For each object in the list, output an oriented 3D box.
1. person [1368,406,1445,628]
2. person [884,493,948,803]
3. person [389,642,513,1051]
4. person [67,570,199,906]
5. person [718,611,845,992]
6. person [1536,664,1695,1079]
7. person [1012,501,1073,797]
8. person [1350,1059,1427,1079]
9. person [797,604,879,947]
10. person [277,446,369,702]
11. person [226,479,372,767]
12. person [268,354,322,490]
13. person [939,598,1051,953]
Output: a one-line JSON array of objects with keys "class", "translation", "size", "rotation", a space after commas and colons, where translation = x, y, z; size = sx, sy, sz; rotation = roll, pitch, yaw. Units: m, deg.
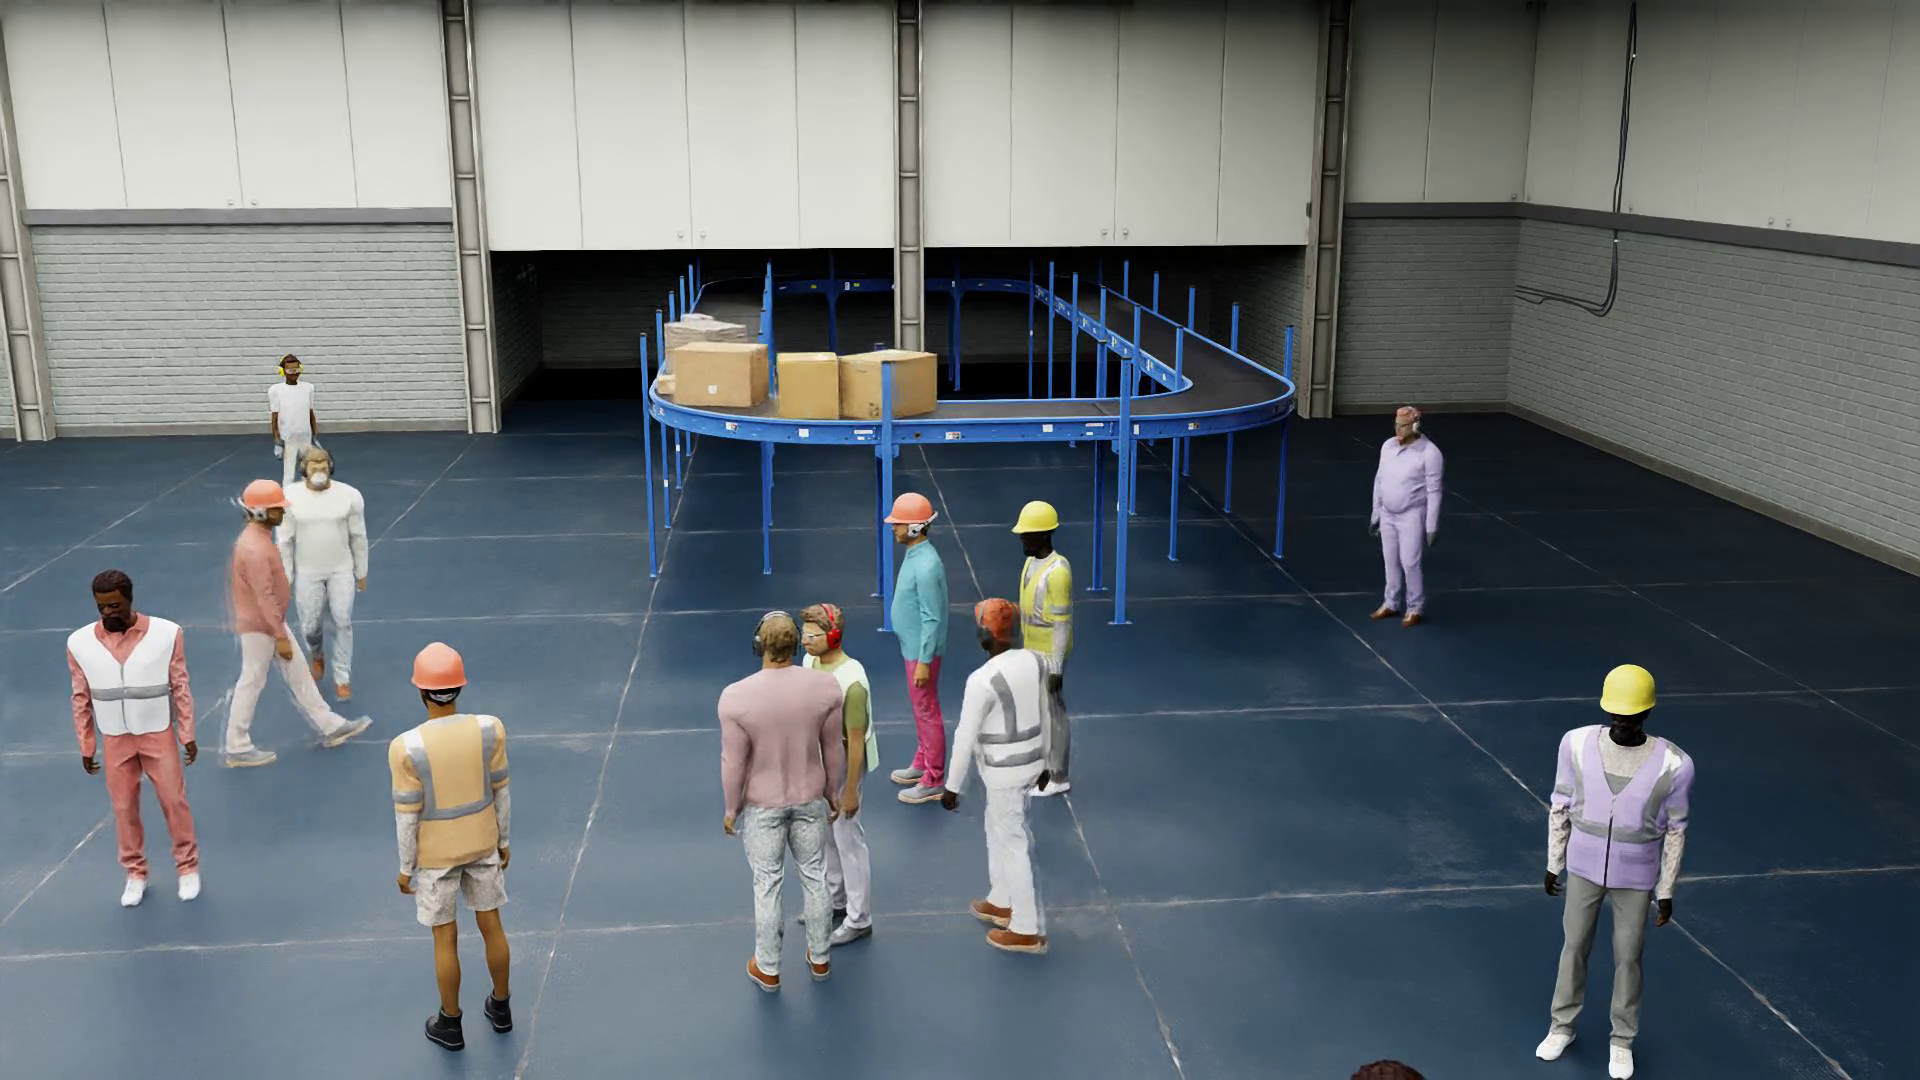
[{"class": "person", "translation": [3.798, -0.208, 14.270], "size": [0.401, 1.907, 0.664], "rotation": [-9, 16, -31]}, {"class": "person", "translation": [-0.273, 0.676, 10.543], "size": [0.396, 1.992, 0.617], "rotation": [-2, 14, -7]}, {"class": "person", "translation": [-2.347, 1.414, 7.704], "size": [0.543, 1.939, 0.361], "rotation": [-10, 17, -35]}, {"class": "person", "translation": [-4.530, 1.072, 9.151], "size": [0.598, 1.906, 0.401], "rotation": [-4, 15, -15]}, {"class": "person", "translation": [-0.875, 1.286, 8.215], "size": [0.627, 1.941, 0.371], "rotation": [-5, 15, -20]}, {"class": "person", "translation": [2.931, 1.477, 7.476], "size": [0.587, 1.928, 0.363], "rotation": [8, 16, 30]}, {"class": "person", "translation": [0.521, 0.690, 10.629], "size": [0.385, 1.924, 0.591], "rotation": [-4, 15, -16]}, {"class": "person", "translation": [1.026, 2.251, 4.424], "size": [0.386, 1.910, 0.594], "rotation": [3, 14, 11]}, {"class": "person", "translation": [-0.638, 1.211, 8.731], "size": [0.384, 1.836, 0.564], "rotation": [-8, 16, -29]}, {"class": "person", "translation": [-4.743, 0.237, 12.432], "size": [0.645, 1.929, 0.538], "rotation": [-7, 15, -25]}, {"class": "person", "translation": [-4.525, 0.550, 11.137], "size": [0.987, 1.941, 0.665], "rotation": [-4, 15, -17]}, {"class": "person", "translation": [-7.049, -1.045, 17.684], "size": [0.328, 1.872, 0.510], "rotation": [12, 19, 41]}, {"class": "person", "translation": [0.193, 1.210, 8.669], "size": [0.673, 1.853, 0.611], "rotation": [10, 17, 34]}]
